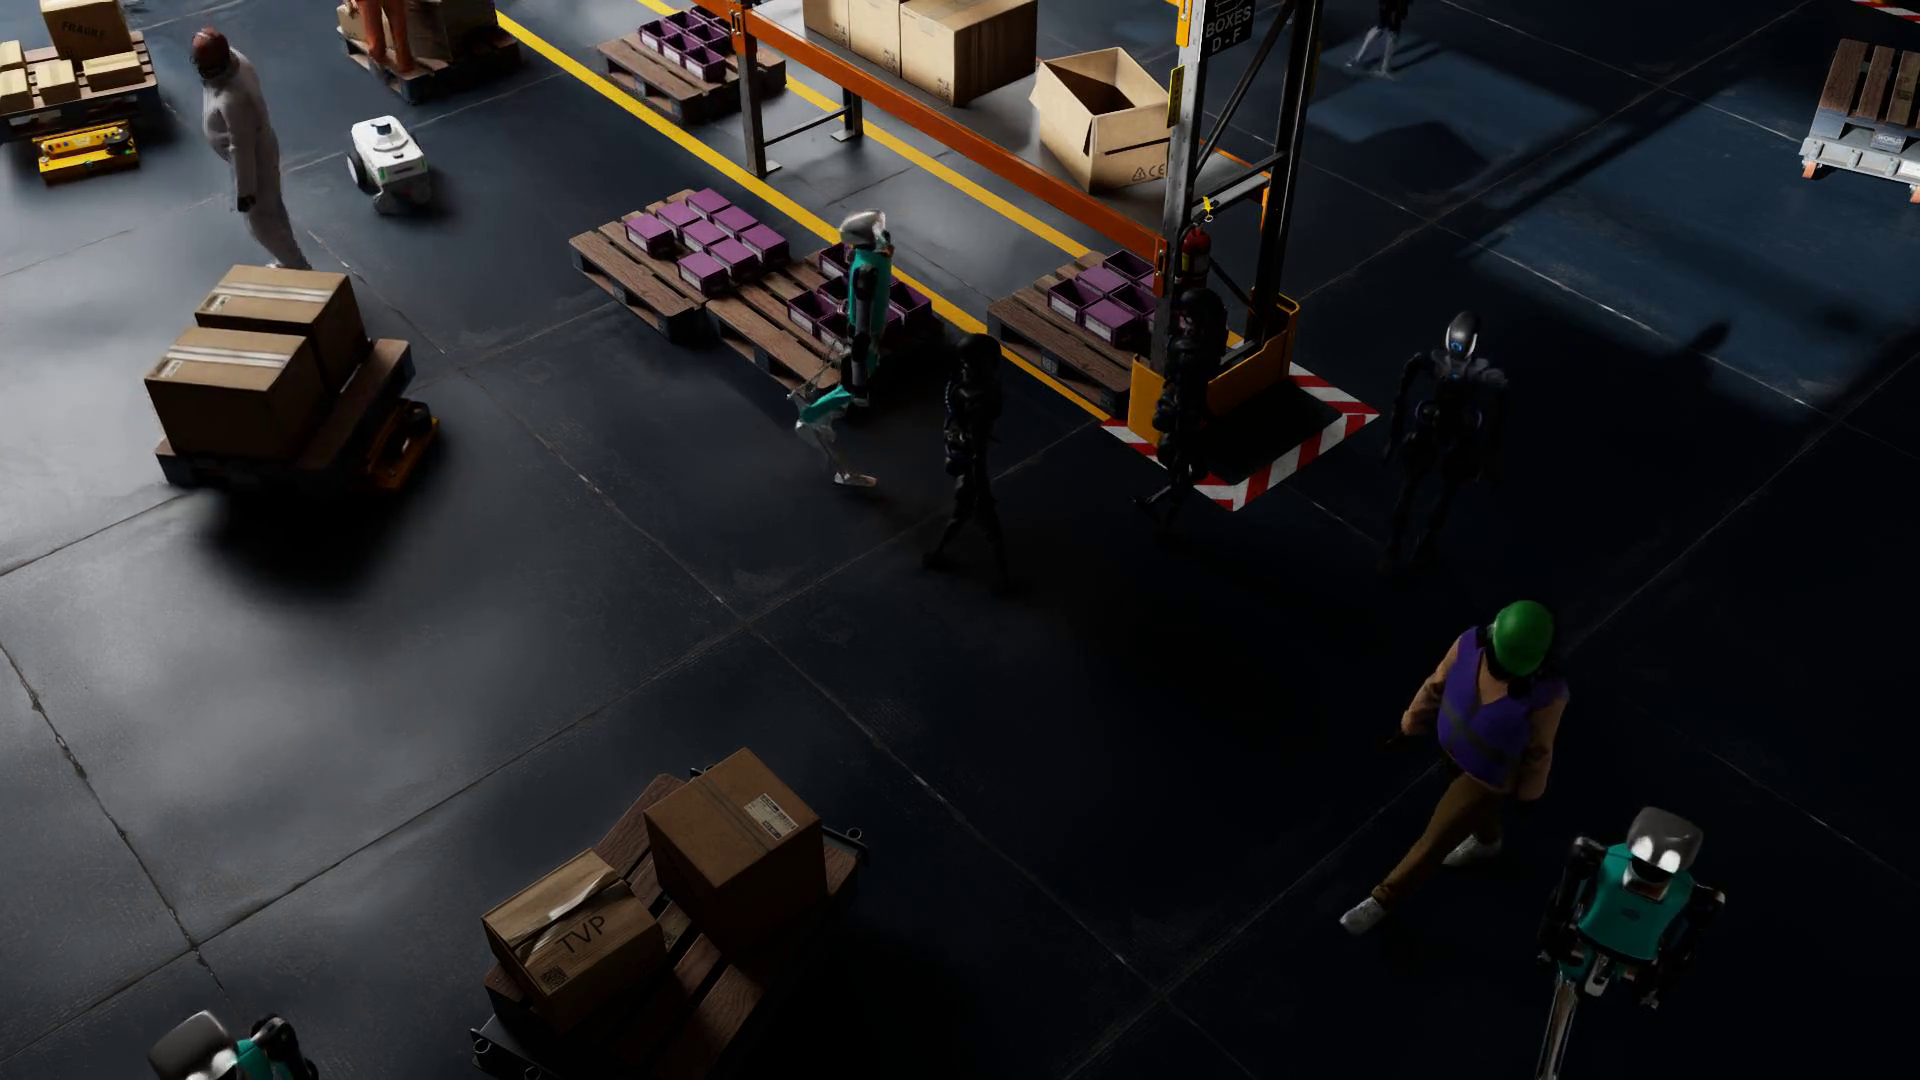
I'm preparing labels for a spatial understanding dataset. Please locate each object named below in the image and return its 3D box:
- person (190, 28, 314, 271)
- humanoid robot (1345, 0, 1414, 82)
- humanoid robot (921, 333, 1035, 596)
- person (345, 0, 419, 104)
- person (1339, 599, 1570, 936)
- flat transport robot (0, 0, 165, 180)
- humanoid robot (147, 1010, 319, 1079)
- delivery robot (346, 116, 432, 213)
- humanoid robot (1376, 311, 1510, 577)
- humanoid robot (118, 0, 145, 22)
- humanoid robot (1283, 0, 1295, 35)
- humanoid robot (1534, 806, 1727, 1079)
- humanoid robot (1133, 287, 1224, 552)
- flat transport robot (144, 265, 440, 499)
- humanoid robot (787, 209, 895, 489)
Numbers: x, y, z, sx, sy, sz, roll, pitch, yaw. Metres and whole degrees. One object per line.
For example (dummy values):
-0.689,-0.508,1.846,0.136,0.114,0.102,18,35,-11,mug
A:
-4.471,-2.381,10.503,0.437,1.879,0.715,-10,44,-11,person
3.311,-4.329,12.795,0.442,1.674,0.607,-2,43,-2,humanoid robot
0.093,-0.424,8.540,0.610,1.635,0.622,-1,43,-2,humanoid robot
-4.407,-4.152,12.521,0.534,1.748,0.498,-23,47,-23,person
2.088,0.906,6.928,1.024,1.856,0.610,-21,46,-21,person
-6.647,-3.186,12.561,0.659,0.231,1.431,-18,46,-19,flat transport robot
-2.516,2.064,5.775,0.898,1.777,0.574,26,49,26,humanoid robot
-4.053,-2.717,11.823,0.511,0.573,0.735,-23,47,-23,delivery robot
2.500,-0.480,8.579,0.608,1.649,0.430,15,45,16,humanoid robot
-7.092,-5.053,13.509,0.742,1.782,0.562,-2,43,-2,humanoid robot
2.852,-4.933,13.366,0.764,1.739,0.532,16,45,17,humanoid robot
2.579,1.435,6.479,0.530,1.774,0.995,21,47,22,humanoid robot
1.142,-0.618,8.724,0.412,1.639,0.588,11,44,12,humanoid robot
-3.863,-0.593,9.740,1.431,0.231,0.659,6,43,6,flat transport robot
-0.680,-0.946,9.123,0.688,1.904,0.566,5,43,5,humanoid robot
